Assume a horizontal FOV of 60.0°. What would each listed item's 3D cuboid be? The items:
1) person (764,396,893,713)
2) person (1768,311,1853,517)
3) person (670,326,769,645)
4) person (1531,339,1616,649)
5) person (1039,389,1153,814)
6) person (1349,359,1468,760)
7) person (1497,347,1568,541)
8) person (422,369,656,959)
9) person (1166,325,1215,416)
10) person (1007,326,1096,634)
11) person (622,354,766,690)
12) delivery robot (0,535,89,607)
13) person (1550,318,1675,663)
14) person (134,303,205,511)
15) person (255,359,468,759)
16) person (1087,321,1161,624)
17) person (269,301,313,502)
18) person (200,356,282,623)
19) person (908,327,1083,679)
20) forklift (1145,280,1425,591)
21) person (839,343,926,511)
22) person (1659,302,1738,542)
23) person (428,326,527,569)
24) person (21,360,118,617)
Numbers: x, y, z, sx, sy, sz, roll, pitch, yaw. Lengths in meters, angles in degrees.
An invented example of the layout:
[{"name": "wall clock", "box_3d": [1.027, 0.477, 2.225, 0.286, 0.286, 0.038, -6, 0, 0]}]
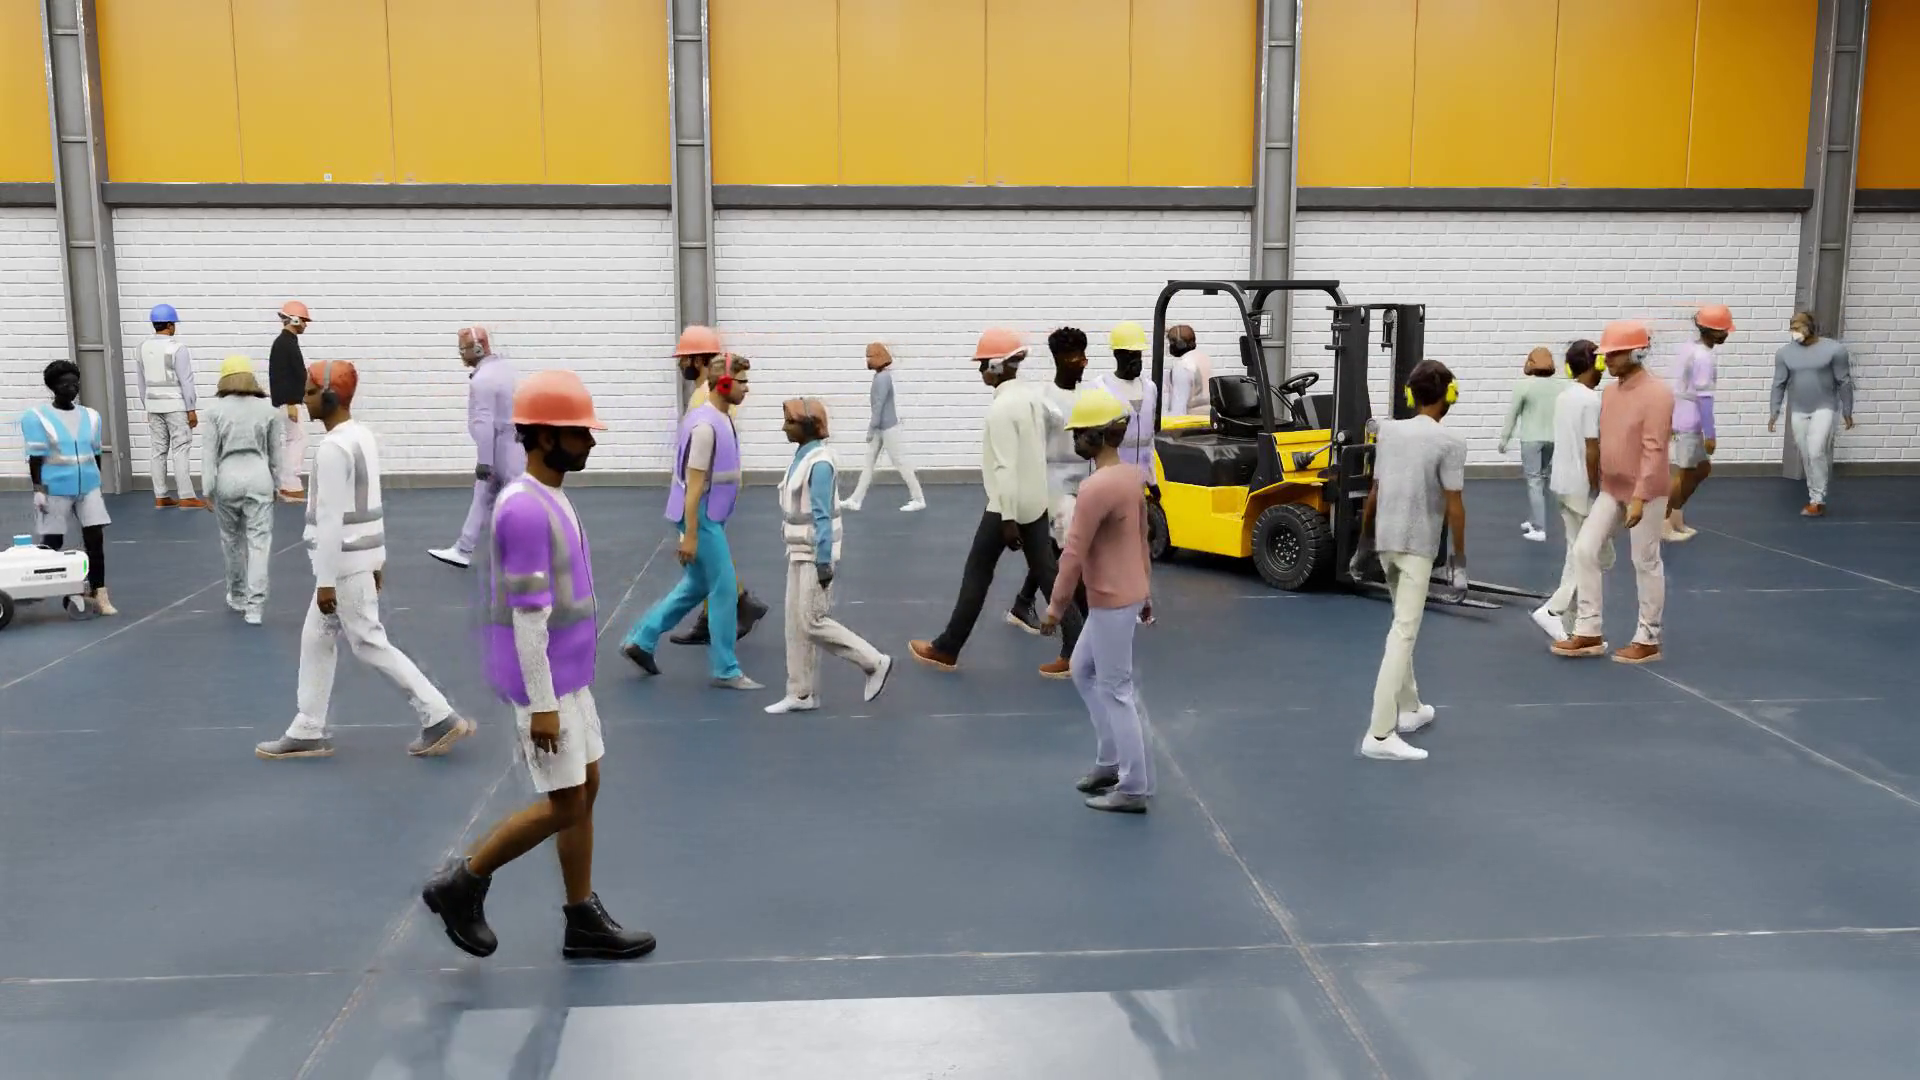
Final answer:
[{"name": "person", "box_3d": [-0.679, 0.084, 8.366, 0.563, 1.622, 0.521, -3, 10, -18]}, {"name": "person", "box_3d": [7.812, -1.155, 15.288, 0.666, 1.886, 0.654, -7, 11, -38]}, {"name": "person", "box_3d": [-1.462, -0.303, 9.845, 0.501, 1.919, 0.559, 0, 9, 0]}, {"name": "person", "box_3d": [3.650, -0.259, 9.805, 0.413, 1.839, 0.570, 0, 9, -2]}, {"name": "person", "box_3d": [0.582, 0.255, 6.870, 0.527, 1.746, 0.539, 4, 10, 21]}, {"name": "person", "box_3d": [2.137, 0.072, 7.801, 0.870, 1.815, 0.652, -6, 11, -35]}, {"name": "person", "box_3d": [4.824, -0.818, 14.061, 0.519, 1.606, 0.718, -2, 9, -15]}, {"name": "person", "box_3d": [-1.337, 0.425, 5.256, 0.615, 1.925, 0.570, 0, 9, -2]}, {"name": "person", "box_3d": [1.951, -0.965, 14.446, 0.538, 1.799, 0.772, 6, 11, 33]}, {"name": "person", "box_3d": [0.628, -0.323, 9.993, 0.991, 1.925, 0.625, 7, 12, 38]}, {"name": "person", "box_3d": [-1.456, -0.090, 8.909, 0.787, 1.812, 0.606, 0, 9, 2]}, {"name": "delivery robot", "box_3d": [-5.946, 0.211, 10.587, 0.707, 0.478, 0.477, -6, 11, -34]}, {"name": "person", "box_3d": [3.714, -0.257, 9.424, 0.758, 1.960, 0.623, -3, 10, -19]}, {"name": "person", "box_3d": [-7.440, -1.244, 15.656, 0.602, 1.950, 0.381, 3, 10, 18]}, {"name": "person", "box_3d": [-2.736, 0.100, 7.553, 0.935, 1.849, 0.584, -1, 9, -9]}, {"name": "person", "box_3d": [1.029, -0.406, 10.458, 0.585, 1.929, 0.370, -7, 11, -36]}, {"name": "person", "box_3d": [-6.549, -1.361, 16.360, 0.432, 1.964, 0.653, -3, 10, -21]}, {"name": "person", "box_3d": [-4.628, -0.333, 10.723, 0.500, 1.679, 0.838, -5, 10, -28]}, {"name": "person", "box_3d": [0.270, -0.199, 9.142, 1.074, 1.933, 0.604, 5, 10, 26]}, {"name": "forklift", "box_3d": [2.301, -0.860, 12.475, 1.214, 2.155, 2.313, -6, 11, -35]}, {"name": "person", "box_3d": [-0.718, -1.045, 15.548, 0.866, 1.579, 0.502, -1, 9, -7]}, {"name": "person", "box_3d": [6.010, -0.945, 13.638, 0.578, 1.992, 0.620, 3, 9, 16]}, {"name": "person", "box_3d": [-3.487, -0.668, 12.419, 1.007, 1.830, 0.652, -2, 9, -12]}, {"name": "person", "box_3d": [-5.844, -0.340, 10.832, 0.699, 1.679, 0.533, 6, 11, 35]}]
